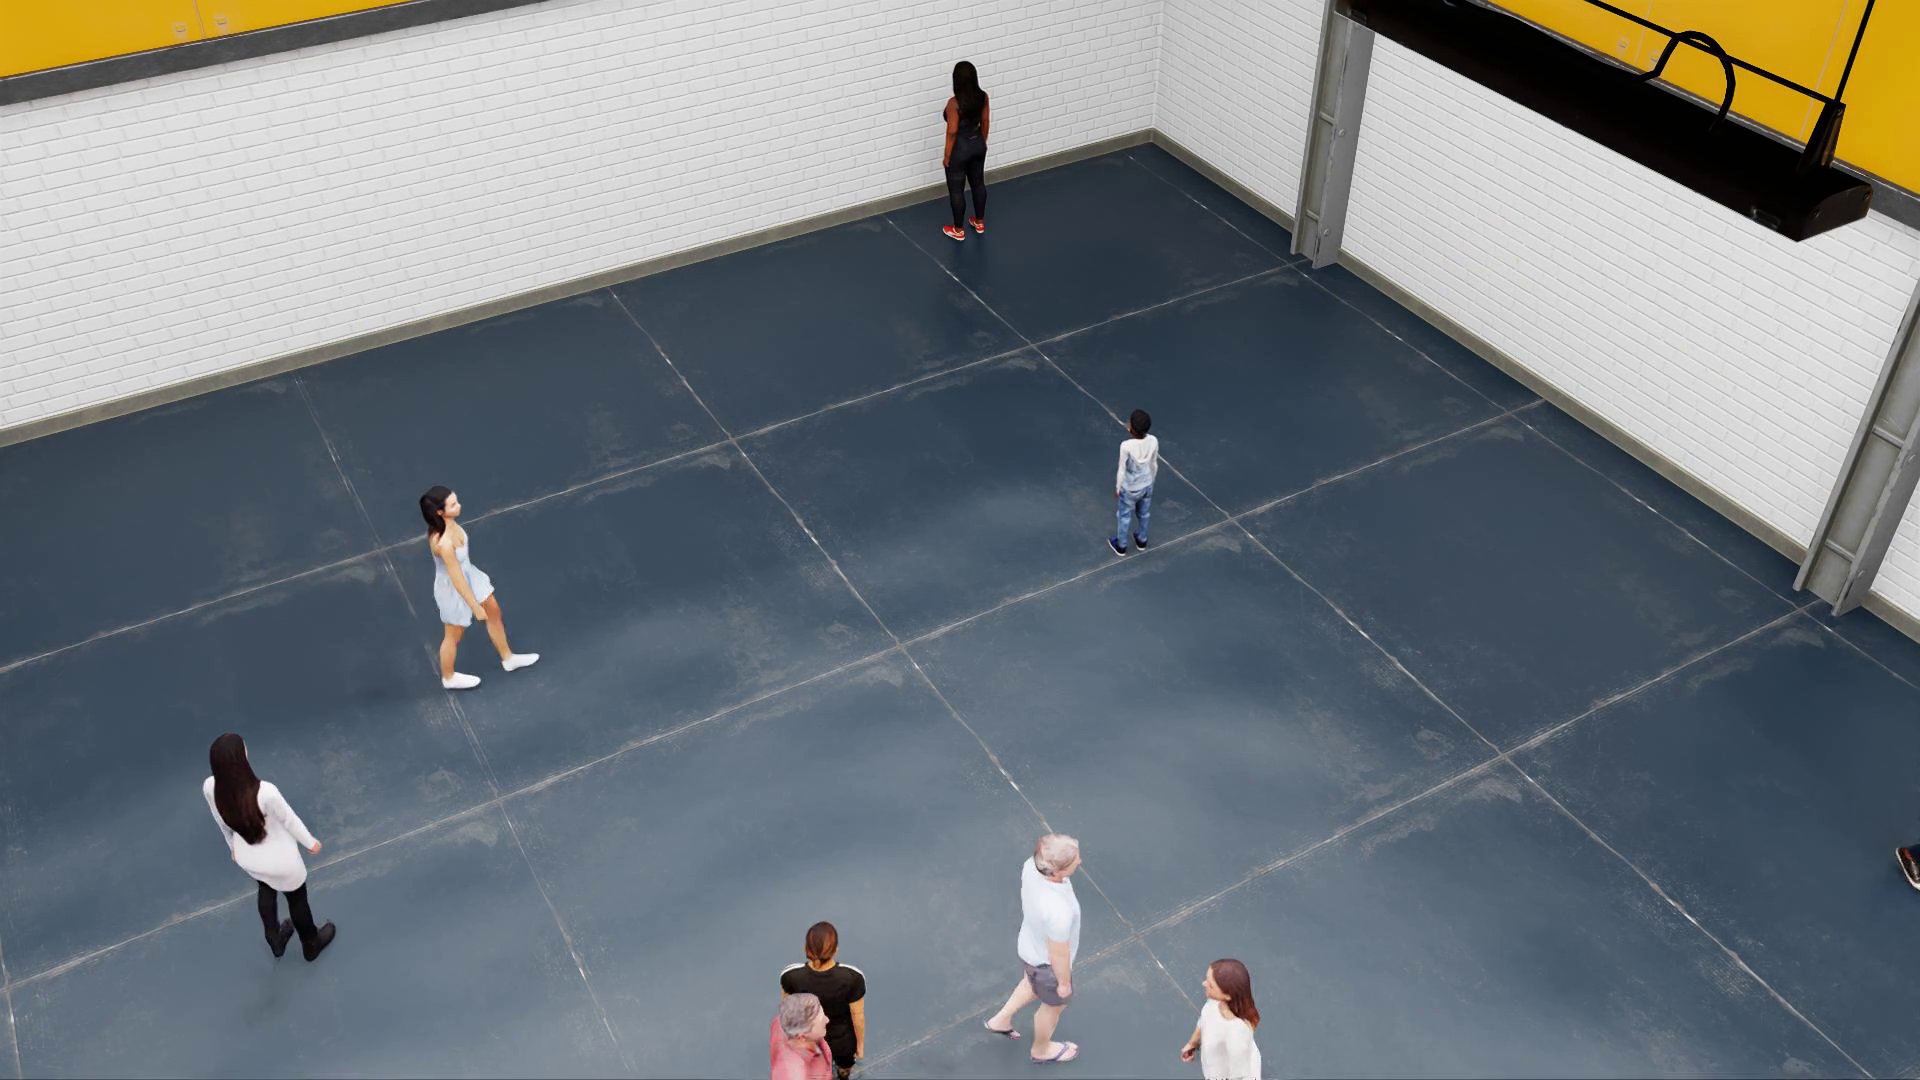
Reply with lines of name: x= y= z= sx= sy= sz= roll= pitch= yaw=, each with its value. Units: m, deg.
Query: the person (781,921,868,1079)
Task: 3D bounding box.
person: x=-0.700 y=2.608 z=8.467 sx=0.929 sy=1.627 sz=1.167 roll=-2 pitch=39 yaw=-2

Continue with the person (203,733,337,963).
person: x=-3.918 y=1.800 z=9.335 sx=0.737 sy=1.808 sz=0.792 roll=9 pitch=39 yaw=11

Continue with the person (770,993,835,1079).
person: x=-0.846 y=2.827 z=8.045 sx=0.873 sy=1.813 sz=0.765 roll=-4 pitch=39 yaw=-6

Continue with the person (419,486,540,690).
person: x=-3.481 y=0.355 z=11.227 sx=0.838 sy=1.704 sz=0.921 roll=-7 pitch=39 yaw=-9

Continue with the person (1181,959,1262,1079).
person: x=1.431 y=2.680 z=8.356 sx=0.977 sy=1.654 sz=1.000 roll=1 pitch=39 yaw=1

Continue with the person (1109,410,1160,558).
person: x=1.325 y=-0.436 z=12.575 sx=0.492 sy=1.259 sz=0.509 roll=-15 pitch=41 yaw=-18

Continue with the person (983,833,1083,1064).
person: x=0.381 y=2.195 z=8.833 sx=0.838 sy=1.817 sz=0.795 roll=-8 pitch=39 yaw=-10

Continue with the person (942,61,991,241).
person: x=0.051 y=-3.849 z=16.402 sx=0.697 sy=1.816 sz=0.628 roll=-24 pitch=44 yaw=-27
